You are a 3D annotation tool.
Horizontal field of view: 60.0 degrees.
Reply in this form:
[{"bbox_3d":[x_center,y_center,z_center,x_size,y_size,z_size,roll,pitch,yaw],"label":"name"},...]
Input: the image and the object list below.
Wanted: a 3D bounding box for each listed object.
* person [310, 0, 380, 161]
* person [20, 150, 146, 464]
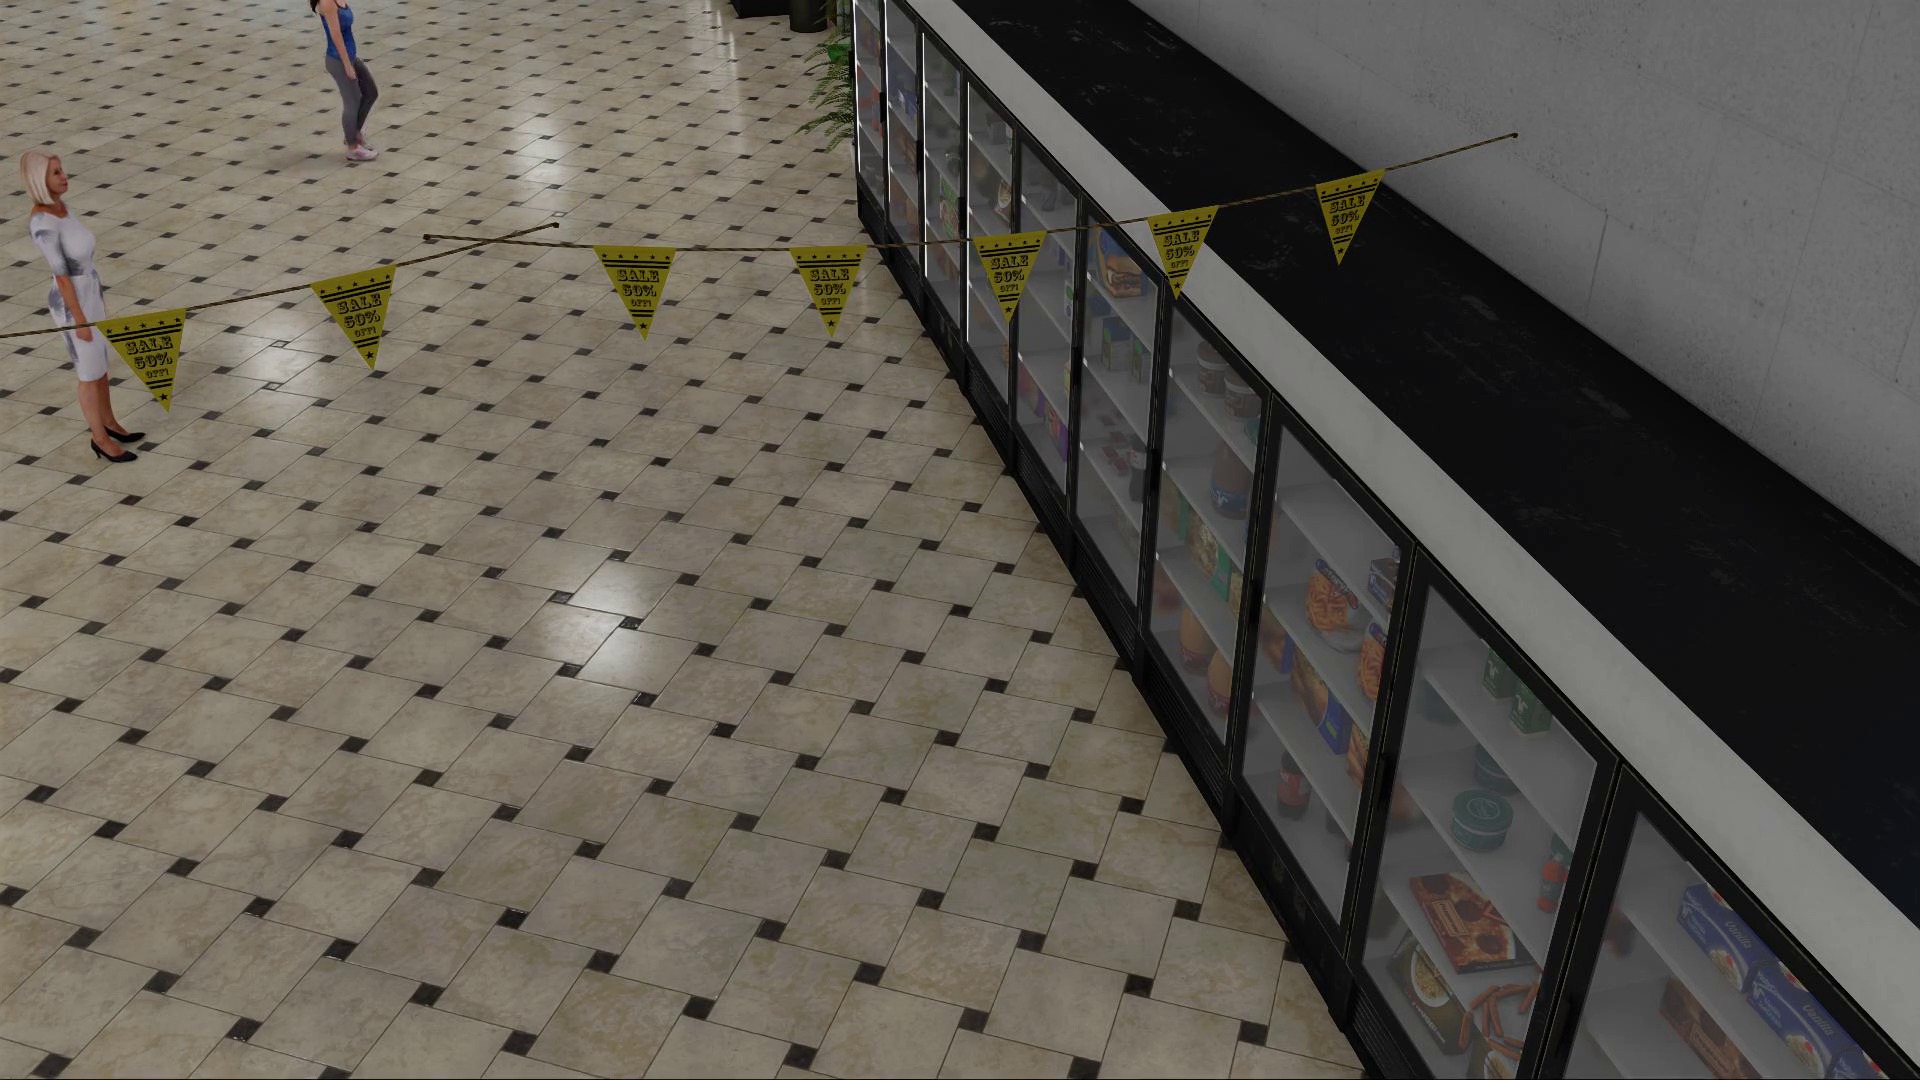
[{"bbox_3d":[-4.979,-3.813,13.264,0.613,1.598,0.603,-5,32,-7],"label":"person"},{"bbox_3d":[-4.785,-1.265,9.026,0.498,1.750,0.562,-7,33,-12],"label":"person"}]
